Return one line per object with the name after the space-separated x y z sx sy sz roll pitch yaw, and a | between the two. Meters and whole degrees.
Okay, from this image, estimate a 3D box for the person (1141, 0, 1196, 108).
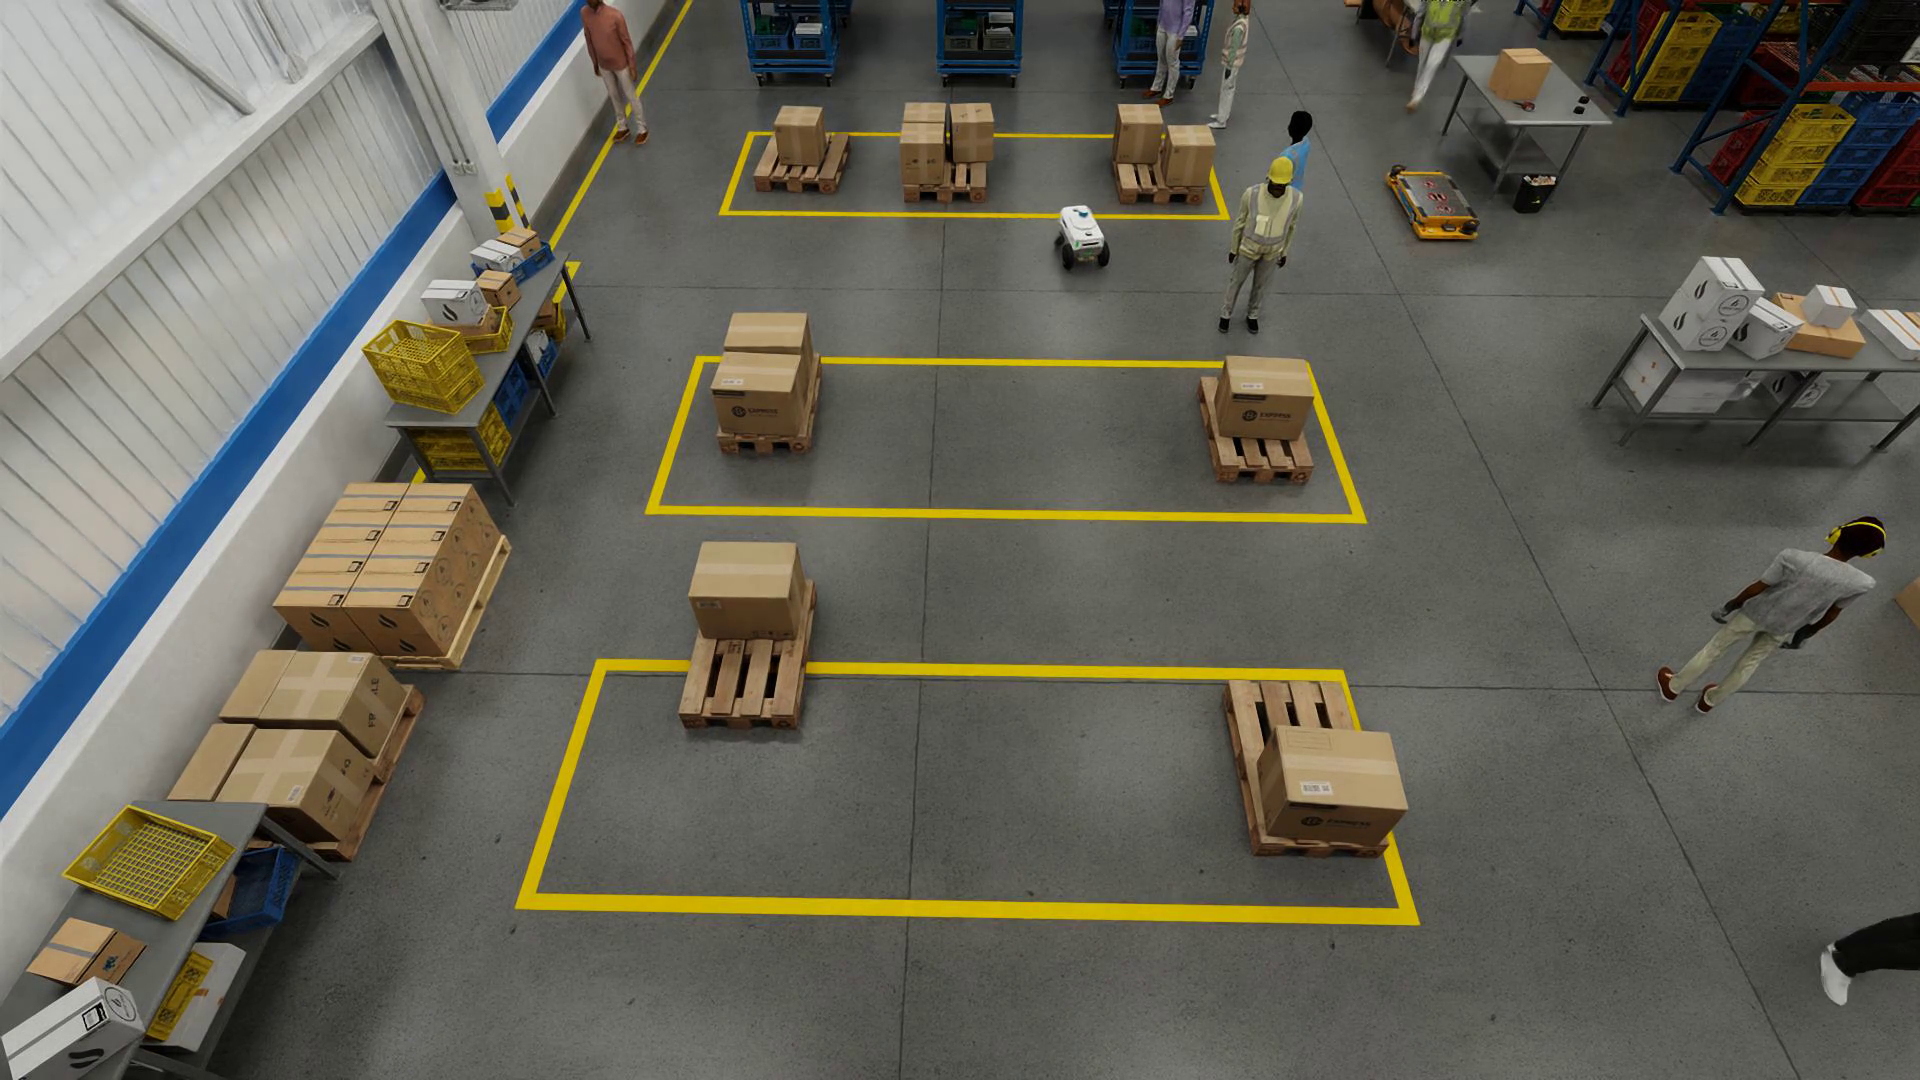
2.856 -6.907 12.401 0.373 1.937 0.630 -20 52 -17 | person

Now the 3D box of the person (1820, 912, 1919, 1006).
5.339 1.963 4.756 0.416 1.902 0.680 37 58 27 | person

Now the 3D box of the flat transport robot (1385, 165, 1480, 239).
5.692 -4.094 11.059 0.652 0.197 1.431 1 49 1 | flat transport robot

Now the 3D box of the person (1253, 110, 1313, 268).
3.452 -3.713 9.791 0.319 1.695 0.539 29 55 23 | person

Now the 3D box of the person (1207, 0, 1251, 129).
3.570 -6.280 12.059 0.312 1.633 0.518 14 51 12 | person

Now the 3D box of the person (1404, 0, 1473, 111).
6.438 -6.826 12.442 0.657 1.770 0.955 33 57 25 | person

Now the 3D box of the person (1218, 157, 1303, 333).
2.932 -2.852 8.957 0.591 1.833 0.403 3 49 3 | person

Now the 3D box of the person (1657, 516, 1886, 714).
5.305 0.514 6.021 0.531 1.870 0.316 24 53 19 | person

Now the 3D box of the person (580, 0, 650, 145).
-4.401 -6.036 11.610 0.623 1.989 0.399 12 50 10 | person

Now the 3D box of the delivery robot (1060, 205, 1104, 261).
1.366 -3.480 10.281 0.477 0.478 0.707 -8 50 -7 | delivery robot
